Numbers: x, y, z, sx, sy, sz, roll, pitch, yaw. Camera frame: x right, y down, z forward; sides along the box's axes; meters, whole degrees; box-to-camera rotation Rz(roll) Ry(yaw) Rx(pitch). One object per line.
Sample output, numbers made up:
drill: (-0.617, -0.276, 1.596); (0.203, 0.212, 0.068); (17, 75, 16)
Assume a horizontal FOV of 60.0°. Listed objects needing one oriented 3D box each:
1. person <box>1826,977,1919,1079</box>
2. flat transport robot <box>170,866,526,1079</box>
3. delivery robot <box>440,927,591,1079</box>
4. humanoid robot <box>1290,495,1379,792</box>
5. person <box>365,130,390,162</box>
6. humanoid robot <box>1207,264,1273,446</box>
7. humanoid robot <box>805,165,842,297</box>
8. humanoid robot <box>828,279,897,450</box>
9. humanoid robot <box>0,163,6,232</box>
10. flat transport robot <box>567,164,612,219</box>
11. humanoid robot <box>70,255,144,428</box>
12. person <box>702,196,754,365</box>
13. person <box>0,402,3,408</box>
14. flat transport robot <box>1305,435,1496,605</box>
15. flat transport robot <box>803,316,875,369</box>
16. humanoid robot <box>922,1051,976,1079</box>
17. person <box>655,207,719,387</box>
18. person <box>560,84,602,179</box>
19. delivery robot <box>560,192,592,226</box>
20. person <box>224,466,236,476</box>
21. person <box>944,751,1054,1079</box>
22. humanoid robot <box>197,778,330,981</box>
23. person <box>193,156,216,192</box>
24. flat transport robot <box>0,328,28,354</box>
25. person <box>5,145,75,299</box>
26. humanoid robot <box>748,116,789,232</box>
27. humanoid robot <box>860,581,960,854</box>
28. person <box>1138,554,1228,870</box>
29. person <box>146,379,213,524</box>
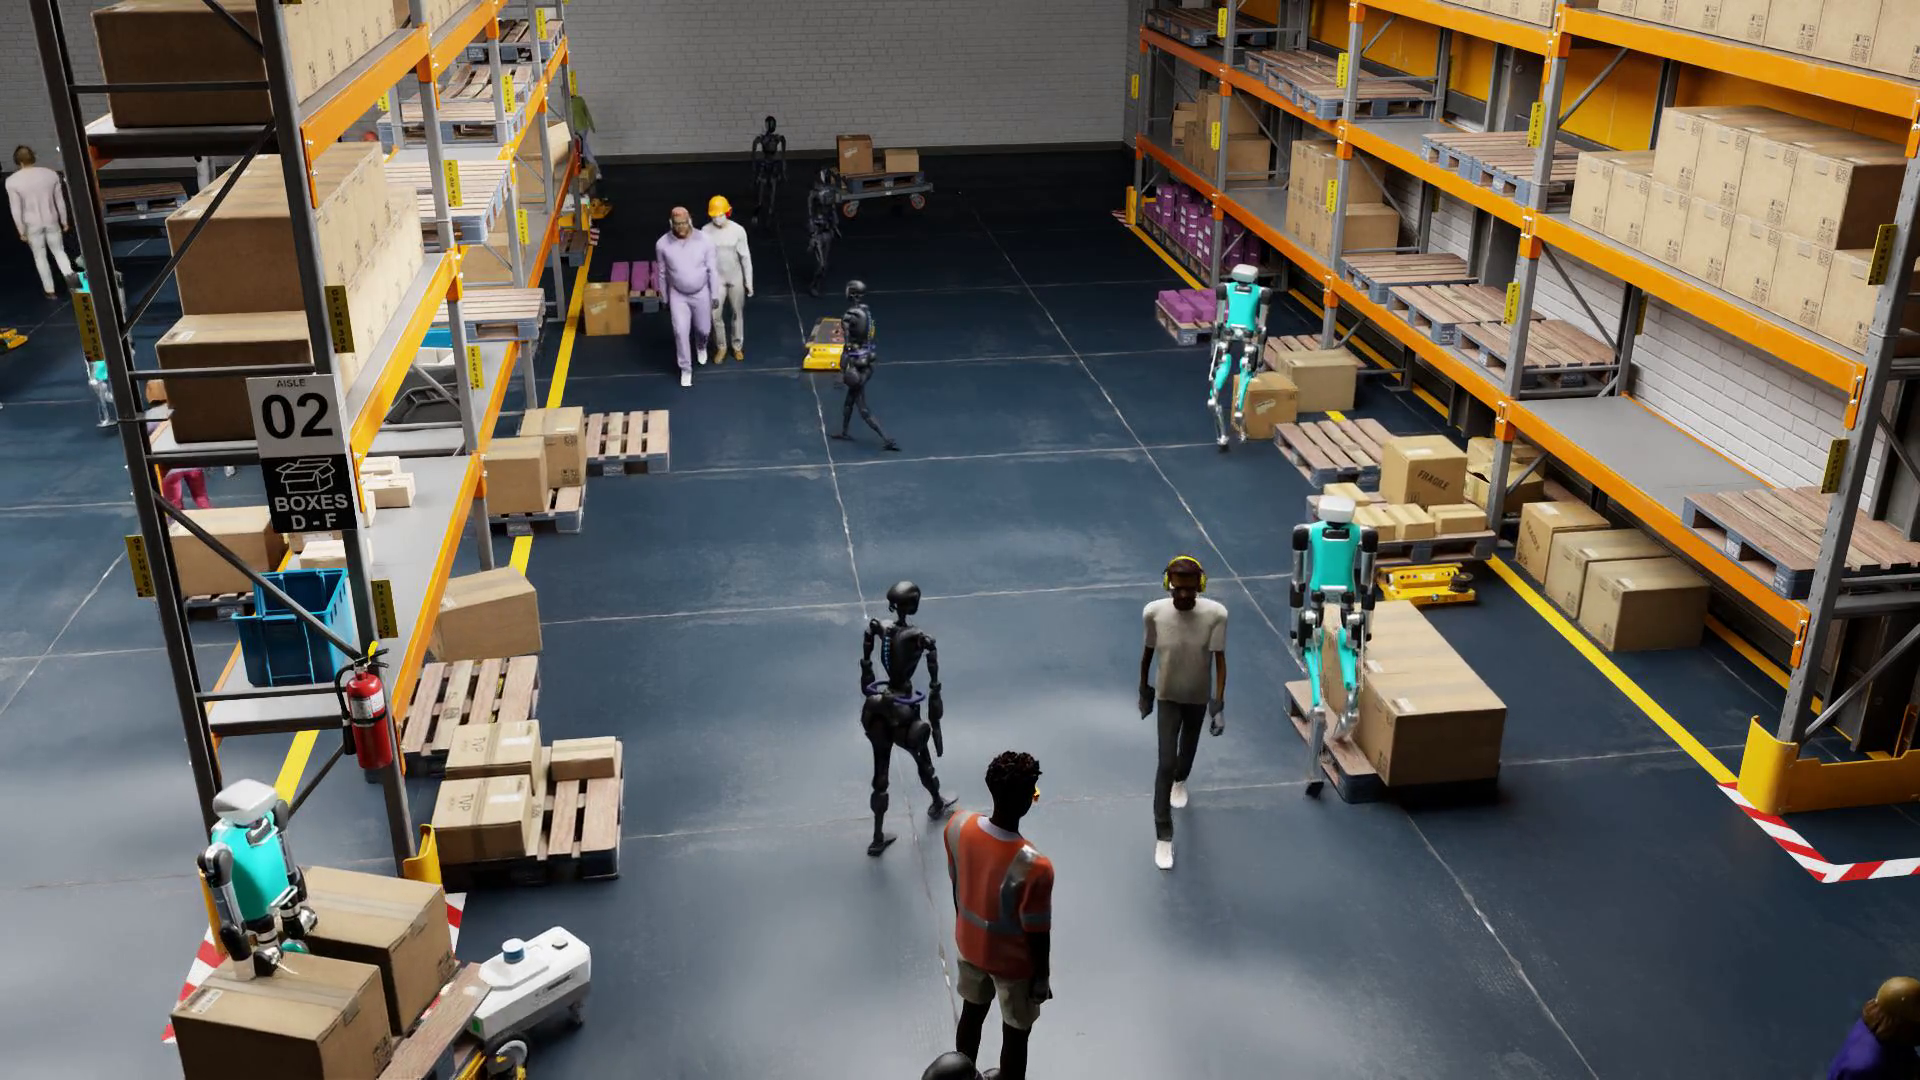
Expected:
person: (3.590, 2.380, 6.625); (0.883, 1.570, 0.472); (18, 29, 35)
flat transport robot: (-2.848, 2.574, 7.815); (1.431, 0.231, 0.659); (5, 24, 12)
delivery robot: (-2.201, 2.249, 8.199); (0.521, 0.595, 0.767); (20, 31, 38)
humanoid robot: (2.291, 0.712, 10.304); (0.551, 1.852, 0.866); (4, 24, 9)
person: (-7.878, -4.675, 22.520); (0.566, 1.713, 0.777); (-12, 26, -26)
humanoid robot: (2.585, -1.664, 15.649); (0.542, 1.774, 0.907); (8, 25, 18)
humanoid robot: (-1.737, -3.846, 20.698); (0.376, 1.645, 0.603); (15, 28, 31)
humanoid robot: (-0.939, -1.651, 15.762); (0.761, 1.655, 0.597); (8, 25, 18)
humanoid robot: (-14.134, -5.299, 24.042); (0.588, 1.623, 0.769); (-12, 26, -26)
flat transport robot: (-6.026, -4.999, 25.067); (1.431, 0.231, 0.659); (0, 24, 1)
humanoid robot: (-8.367, -1.876, 16.133); (0.562, 1.723, 1.047); (3, 24, 8)
person: (-2.543, -2.835, 18.147); (0.605, 1.861, 0.611); (-1, 24, -1)
person: (-10.044, -2.237, 16.684); (0.489, 1.951, 0.422); (-15, 28, -30)
flat transport robot: (3.535, 0.136, 13.369); (0.659, 0.231, 1.431); (-3, 24, -8)
flat transport robot: (-1.351, -2.220, 18.737); (0.659, 0.231, 1.431); (1, 24, 2)
humanoid robot: (-0.060, 2.518, 6.204); (0.611, 1.644, 0.473); (15, 28, 30)
person: (-2.881, -2.627, 17.652); (0.651, 1.880, 0.747); (-3, 24, -8)
person: (-6.292, -6.746, 27.408); (0.847, 1.570, 0.550); (8, 25, 18)
delivery robot: (-5.812, -4.852, 24.399); (0.815, 0.614, 0.499); (-6, 24, -14)
person: (-6.855, -1.517, 15.326); (0.567, 1.723, 0.789); (-14, 27, -28)
person: (0.194, 1.815, 7.452); (0.596, 1.959, 0.371); (21, 31, 40)
humanoid robot: (-2.899, 1.941, 7.511); (0.735, 1.860, 0.542); (5, 24, 10)
person: (-11.522, -5.952, 25.300); (0.430, 1.831, 0.634); (-1, 24, -3)
flat transport robot: (-11.143, -2.100, 18.461); (0.659, 0.231, 1.431); (4, 24, 10)
person: (-11.300, -3.889, 20.477); (0.626, 1.926, 0.640); (22, 32, 40)
humanoid robot: (-2.804, -5.296, 24.012); (0.617, 1.640, 0.503); (-15, 28, -30)
humanoid robot: (-0.335, 0.983, 9.722); (0.602, 1.629, 0.739); (15, 28, 31)
person: (1.291, 0.901, 9.694); (0.495, 1.825, 0.938); (1, 24, 2)
person: (-6.255, -0.575, 13.292); (0.517, 1.621, 0.348); (-21, 31, -39)
